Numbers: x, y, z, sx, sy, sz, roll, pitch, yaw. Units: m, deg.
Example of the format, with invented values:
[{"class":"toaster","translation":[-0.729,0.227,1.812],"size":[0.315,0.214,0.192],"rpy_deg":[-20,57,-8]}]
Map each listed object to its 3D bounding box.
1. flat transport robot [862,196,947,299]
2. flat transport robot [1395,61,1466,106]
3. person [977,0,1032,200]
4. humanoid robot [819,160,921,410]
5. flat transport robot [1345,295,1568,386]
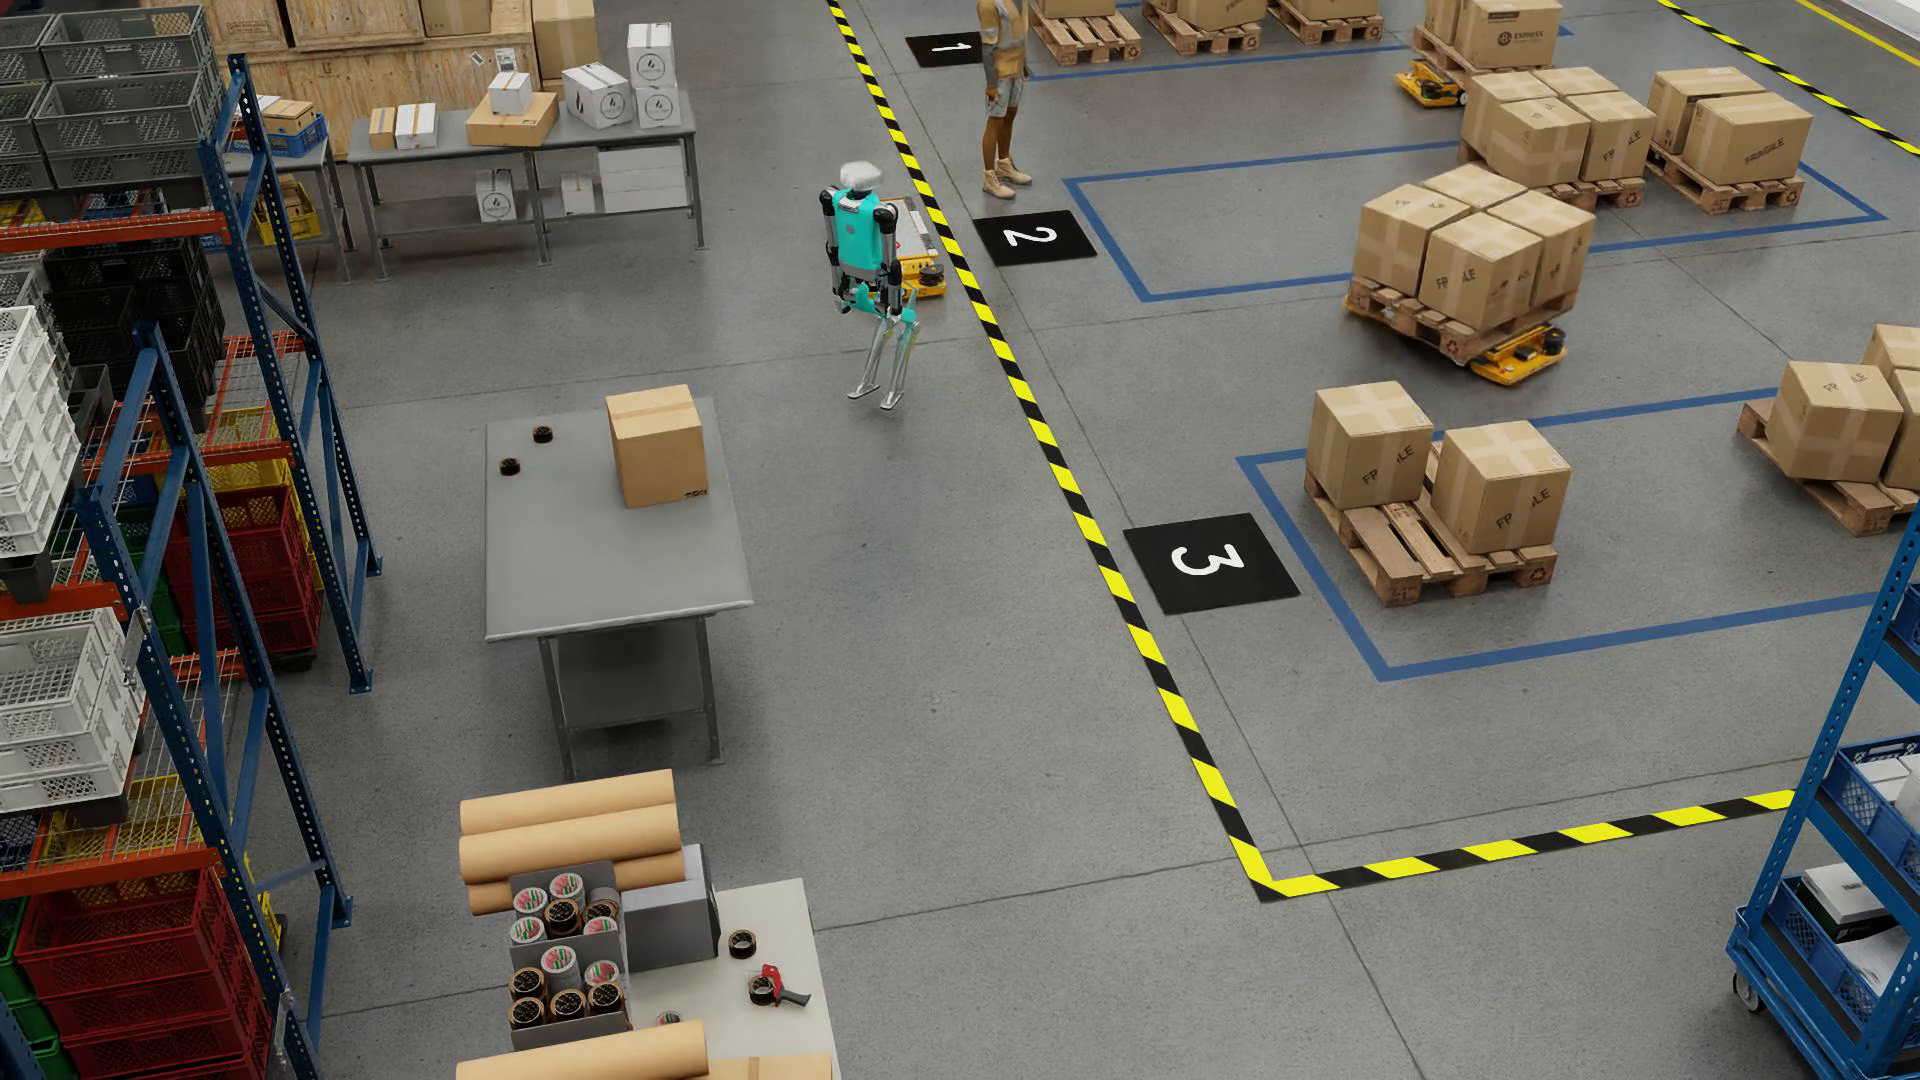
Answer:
[{"class":"flat transport robot","translation":[-0.570,-2.220,12.538],"size":[0.659,0.231,1.431],"rpy_deg":[-8,37,-10]},{"class":"flat transport robot","translation":[4.791,-4.238,15.226],"size":[1.431,0.197,0.652],"rpy_deg":[-8,37,-10]},{"class":"person","translation":[0.379,-3.702,13.046],"size":[0.377,2.043,0.607],"rpy_deg":[18,40,23]},{"class":"humanoid robot","translation":[-0.473,-1.636,10.409],"size":[0.533,1.677,0.735],"rpy_deg":[22,42,26]},{"class":"flat transport robot","translation":[3.452,-1.541,11.601],"size":[0.652,0.197,1.431],"rpy_deg":[-25,43,-29]}]
